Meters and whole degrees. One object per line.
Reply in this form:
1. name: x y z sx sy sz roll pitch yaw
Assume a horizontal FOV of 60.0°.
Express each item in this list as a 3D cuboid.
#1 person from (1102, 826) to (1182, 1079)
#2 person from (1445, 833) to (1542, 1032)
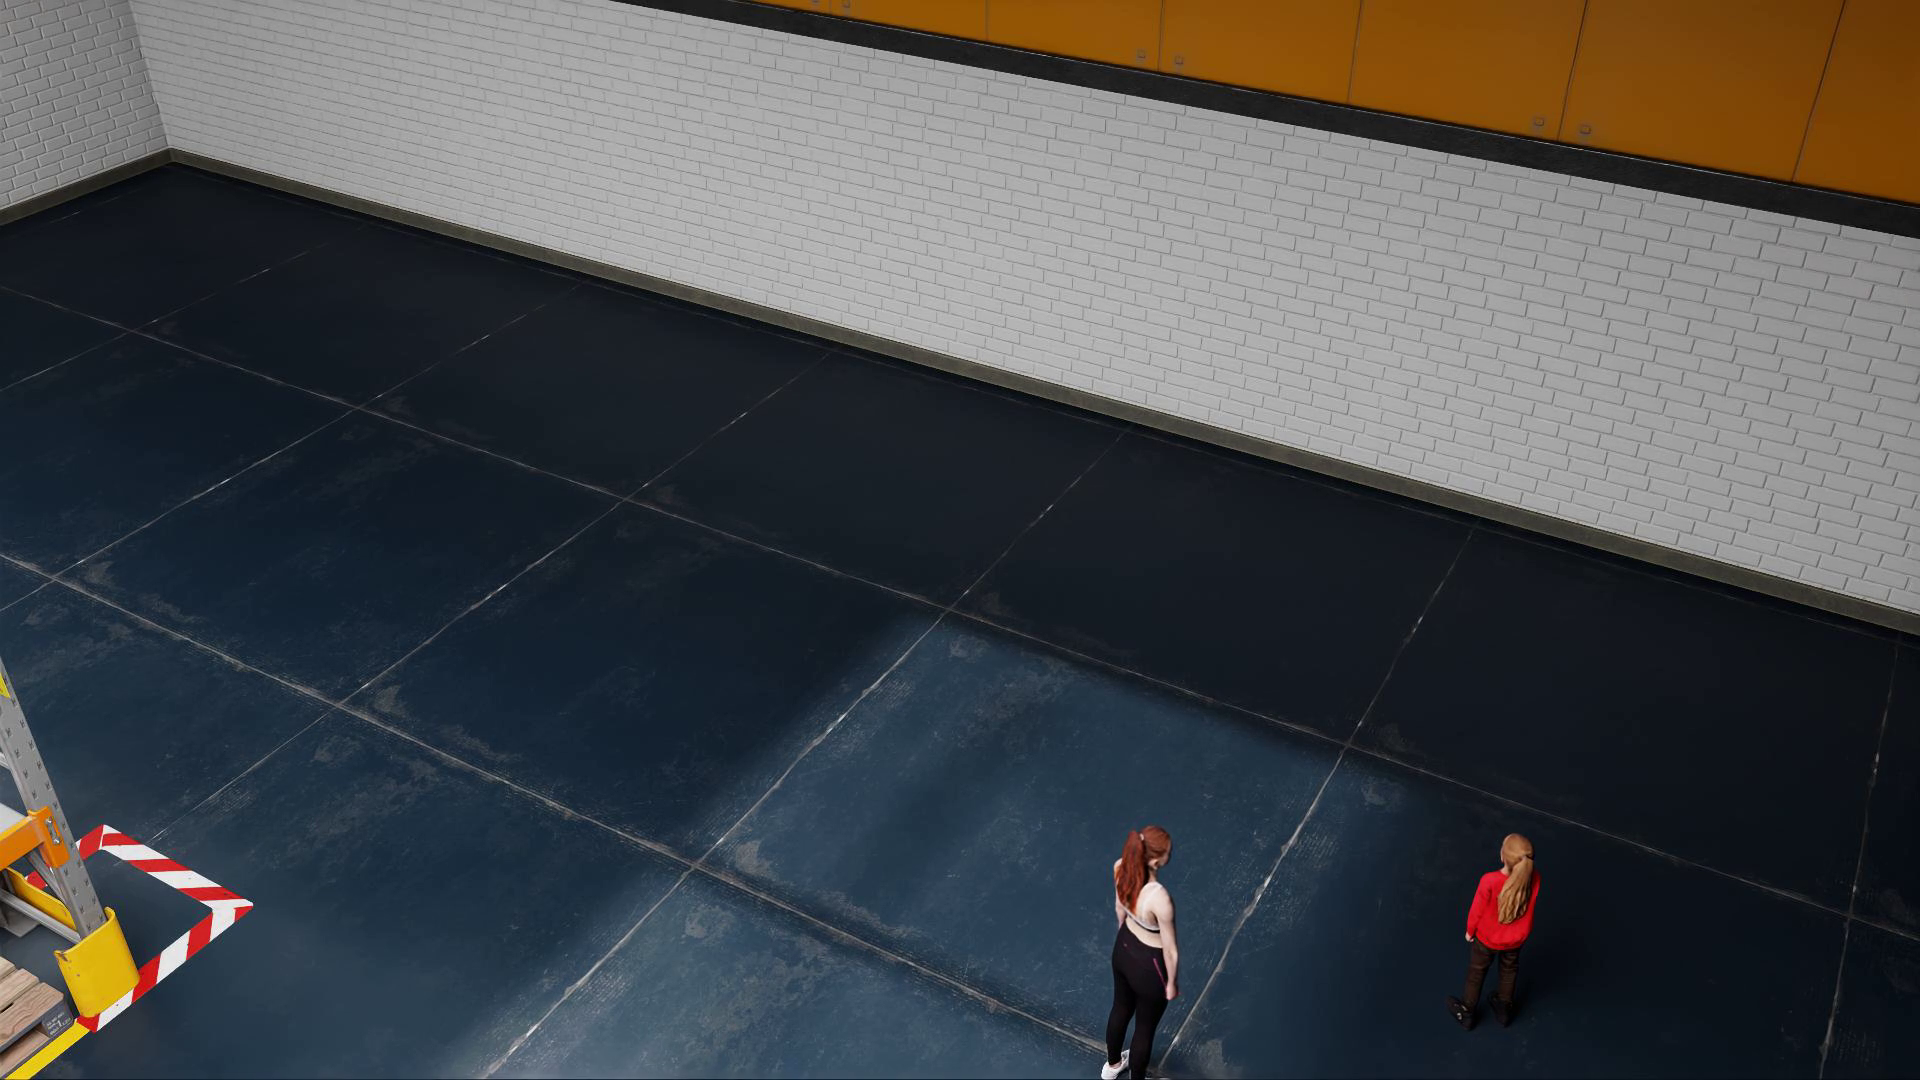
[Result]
1. person: 0.879 2.069 8.128 0.670 1.739 0.664 -18 38 -25
2. person: 2.795 2.028 8.605 0.568 1.280 0.614 -4 34 -6
